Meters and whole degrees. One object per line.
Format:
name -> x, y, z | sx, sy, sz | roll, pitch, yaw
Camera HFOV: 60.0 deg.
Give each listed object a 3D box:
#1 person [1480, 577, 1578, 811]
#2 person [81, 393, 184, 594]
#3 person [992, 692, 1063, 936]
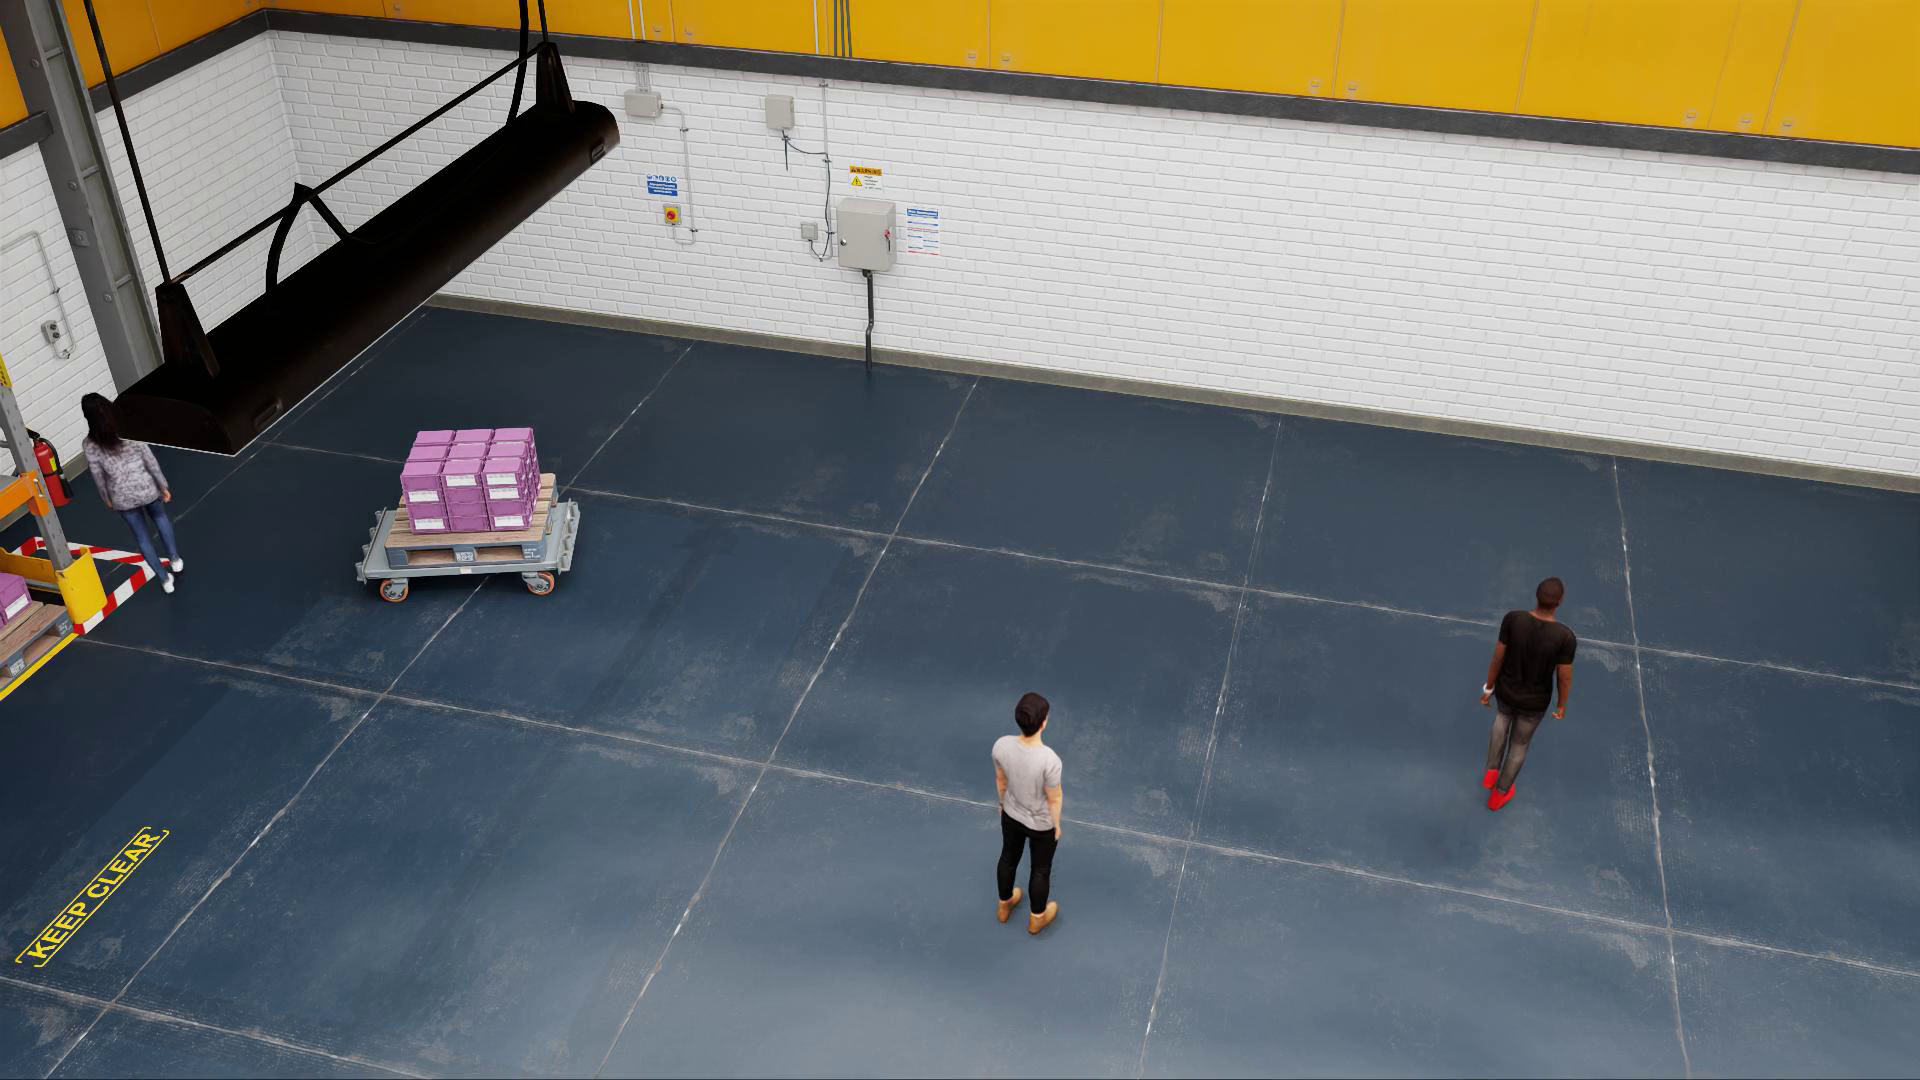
person -> 3.611, 1.039, 10.772 | 0.763, 1.793, 0.762 | 22, 39, 29
person -> -6.400, -0.314, 12.885 | 0.821, 1.708, 0.882 | -14, 36, -21
person -> 0.405, 1.638, 9.939 | 0.660, 1.718, 0.643 | 21, 39, 29
